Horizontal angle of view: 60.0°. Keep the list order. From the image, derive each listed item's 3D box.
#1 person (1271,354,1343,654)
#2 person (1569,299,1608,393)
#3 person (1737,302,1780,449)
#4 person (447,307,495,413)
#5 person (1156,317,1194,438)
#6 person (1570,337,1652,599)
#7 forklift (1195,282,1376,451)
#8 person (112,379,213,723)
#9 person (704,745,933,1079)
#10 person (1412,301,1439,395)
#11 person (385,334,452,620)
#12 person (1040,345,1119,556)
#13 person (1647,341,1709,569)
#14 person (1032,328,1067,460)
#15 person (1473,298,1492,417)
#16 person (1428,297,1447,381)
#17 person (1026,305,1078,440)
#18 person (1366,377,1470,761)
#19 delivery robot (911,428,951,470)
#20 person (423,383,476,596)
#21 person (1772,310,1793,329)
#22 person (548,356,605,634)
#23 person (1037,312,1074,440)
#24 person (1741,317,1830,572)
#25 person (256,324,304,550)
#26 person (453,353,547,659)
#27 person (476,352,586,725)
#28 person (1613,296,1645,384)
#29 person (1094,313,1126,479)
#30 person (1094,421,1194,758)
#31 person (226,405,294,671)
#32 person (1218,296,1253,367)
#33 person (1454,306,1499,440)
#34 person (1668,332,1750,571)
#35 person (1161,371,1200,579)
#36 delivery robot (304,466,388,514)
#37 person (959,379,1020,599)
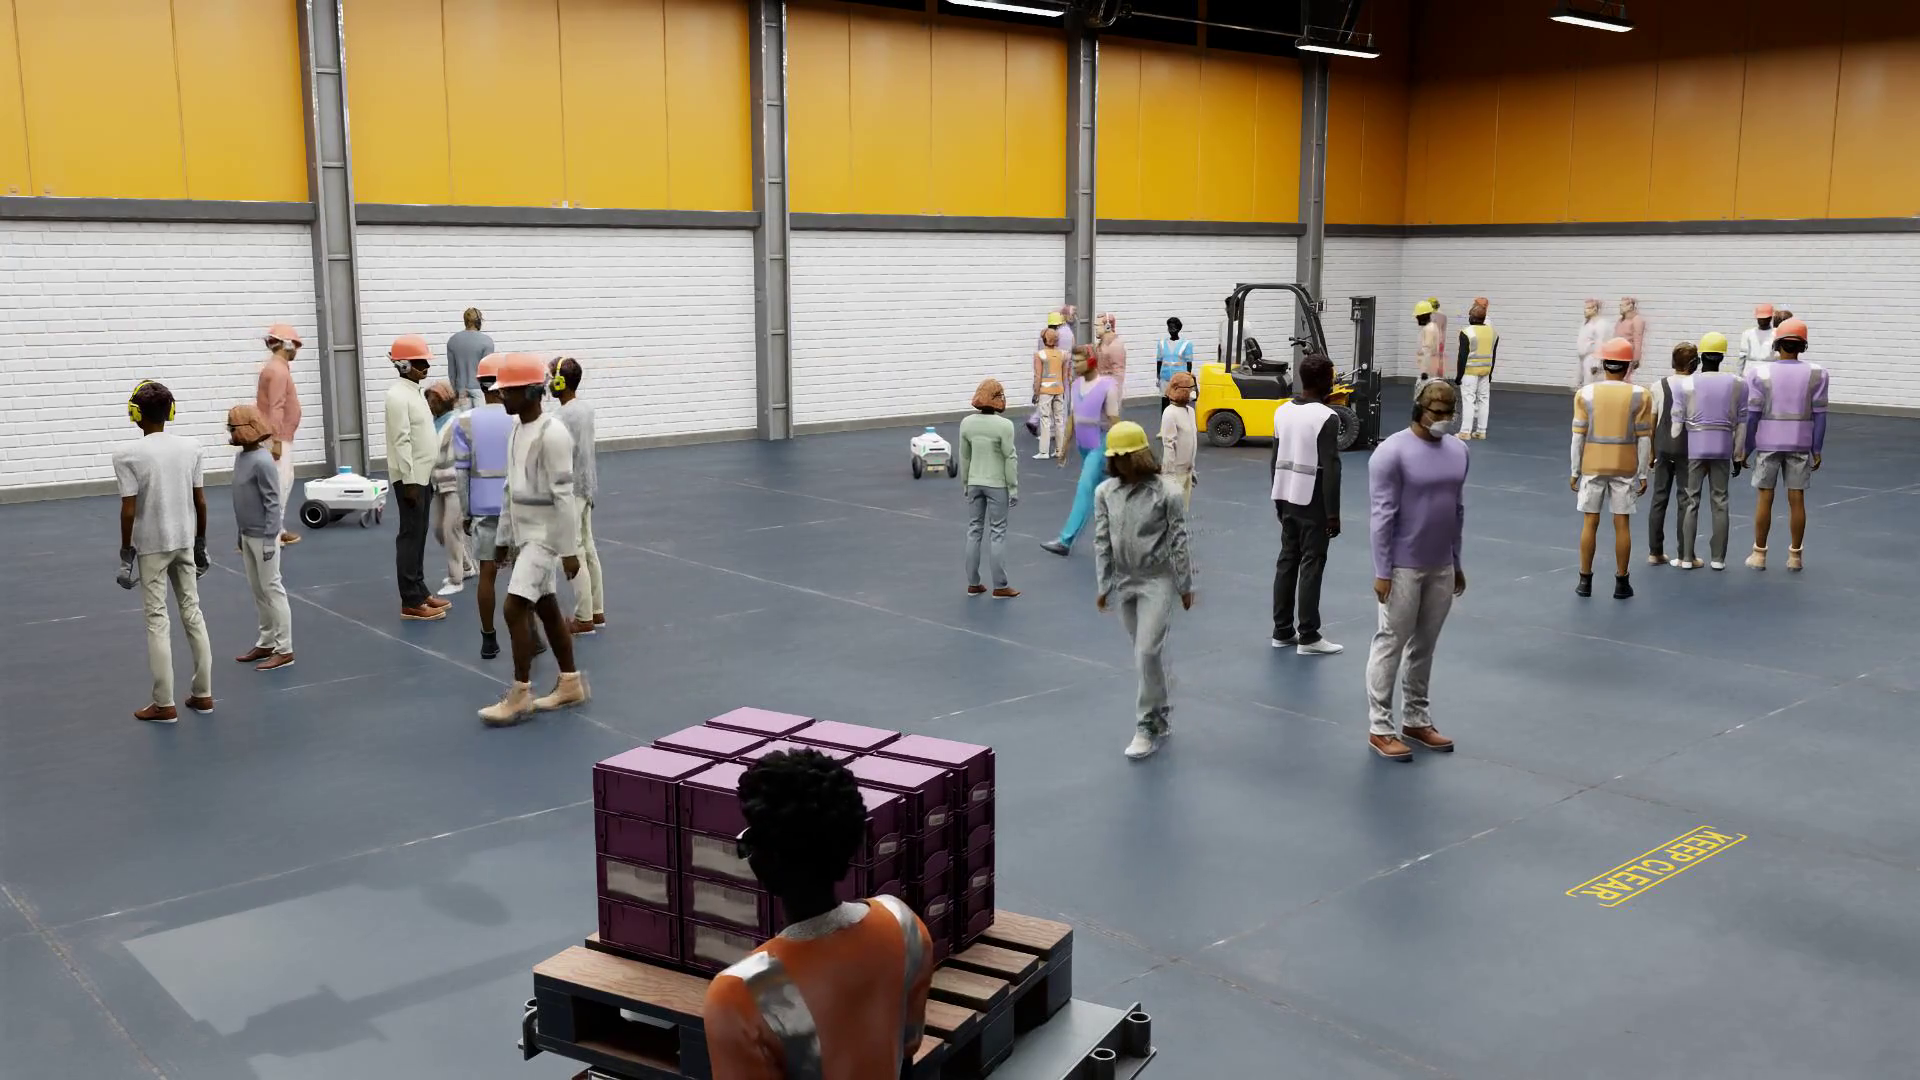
[{"bbox_3d":[2.208,-0.228,10.635,0.373,1.916,0.596,-5,11,-26],"label":"person"},{"bbox_3d":[9.528,-2.712,25.238,0.425,1.891,0.674,-1,10,-3],"label":"person"},{"bbox_3d":[10.571,-2.169,21.986,0.549,1.928,0.482,7,12,34],"label":"person"},{"bbox_3d":[-5.687,-1.753,19.497,0.637,1.938,0.355,3,10,19],"label":"person"},{"bbox_3d":[2.962,-2.239,23.051,0.540,1.696,0.317,5,11,25],"label":"person"},{"bbox_3d":[4.825,-0.532,12.359,0.551,1.934,0.373,4,11,23],"label":"person"},{"bbox_3d":[4.328,-2.346,22.227,2.313,2.155,1.214,3,10,16],"label":"forklift"},{"bbox_3d":[-4.351,0.062,9.076,0.328,1.872,0.514,6,12,33],"label":"person"},{"bbox_3d":[-0.253,1.195,2.946,0.317,1.696,0.540,7,12,34],"label":"person"},{"bbox_3d":[6.708,-2.472,23.805,0.534,1.903,0.603,2,10,12],"label":"person"},{"bbox_3d":[-3.819,-0.442,11.665,0.380,1.995,0.611,-1,10,-8],"label":"person"},{"bbox_3d":[1.105,-0.760,14.150,0.990,1.783,0.575,-5,11,-26],"label":"person"},{"bbox_3d":[5.837,-0.685,13.523,0.350,1.847,0.506,-8,12,-39],"label":"person"},{"bbox_3d":[1.119,-1.819,20.761,0.515,1.641,0.309,-7,12,-36],"label":"person"},{"bbox_3d":[8.219,-2.874,26.254,0.343,1.883,0.602,2,10,9],"label":"person"},{"bbox_3d":[8.929,-3.697,31.414,0.523,1.760,0.329,-3,10,-17],"label":"person"},{"bbox_3d":[1.301,-2.302,22.930,0.634,1.870,0.669,-3,10,-19],"label":"person"},{"bbox_3d":[2.327,0.143,8.436,0.635,1.932,0.388,-6,11,-30],"label":"person"},{"bbox_3d":[-0.339,-1.053,19.177,0.477,0.478,0.707,-2,10,-13],"label":"delivery robot"},{"bbox_3d":[-3.799,-0.390,12.508,0.516,1.605,0.504,7,12,35],"label":"person"},{"bbox_3d":[11.213,-2.273,22.959,0.930,1.806,0.636,4,11,24],"label":"person"},{"bbox_3d":[-2.600,-0.292,11.170,0.309,1.863,0.535,1,10,9],"label":"person"},{"bbox_3d":[1.302,-2.237,22.847,0.533,1.765,0.330,3,10,19],"label":"person"},{"bbox_3d":[6.619,-0.762,13.392,0.605,2.045,0.377,3,10,16],"label":"person"},{"bbox_3d":[-5.948,-0.902,14.515,0.544,1.950,0.722,-4,11,-23],"label":"person"},{"bbox_3d":[-2.885,-0.208,10.481,0.542,1.930,0.366,-1,10,-5],"label":"person"},{"bbox_3d":[-2.411,-0.005,9.052,0.824,2.008,0.628,-7,12,-34],"label":"person"},{"bbox_3d":[10.502,-2.888,26.263,0.453,1.897,0.666,-1,10,-9],"label":"person"},{"bbox_3d":[1.614,-1.579,18.578,0.405,1.906,0.653,-2,10,-13],"label":"person"},{"bbox_3d":[0.903,0.241,8.498,0.490,1.699,0.694,8,12,39],"label":"person"},{"bbox_3d":[-4.322,-0.018,10.231,0.270,1.632,0.504,-8,13,-41],"label":"person"},{"bbox_3d":[4.005,-2.595,24.351,0.368,1.965,0.609,-8,13,-40],"label":"person"},{"bbox_3d":[7.119,-2.307,23.024,0.625,1.846,0.429,-4,11,-23],"label":"person"},{"bbox_3d":[6.011,-0.707,13.409,0.584,1.927,0.367,2,10,10],"label":"person"},{"bbox_3d":[1.744,-0.518,13.165,0.284,1.633,0.500,5,11,28],"label":"person"},{"bbox_3d":[-5.766,-0.451,15.648,0.707,0.478,0.477,0,10,0],"label":"delivery robot"},{"bbox_3d":[0.220,-0.380,12.358,0.497,1.633,0.283,7,12,36],"label":"person"}]
